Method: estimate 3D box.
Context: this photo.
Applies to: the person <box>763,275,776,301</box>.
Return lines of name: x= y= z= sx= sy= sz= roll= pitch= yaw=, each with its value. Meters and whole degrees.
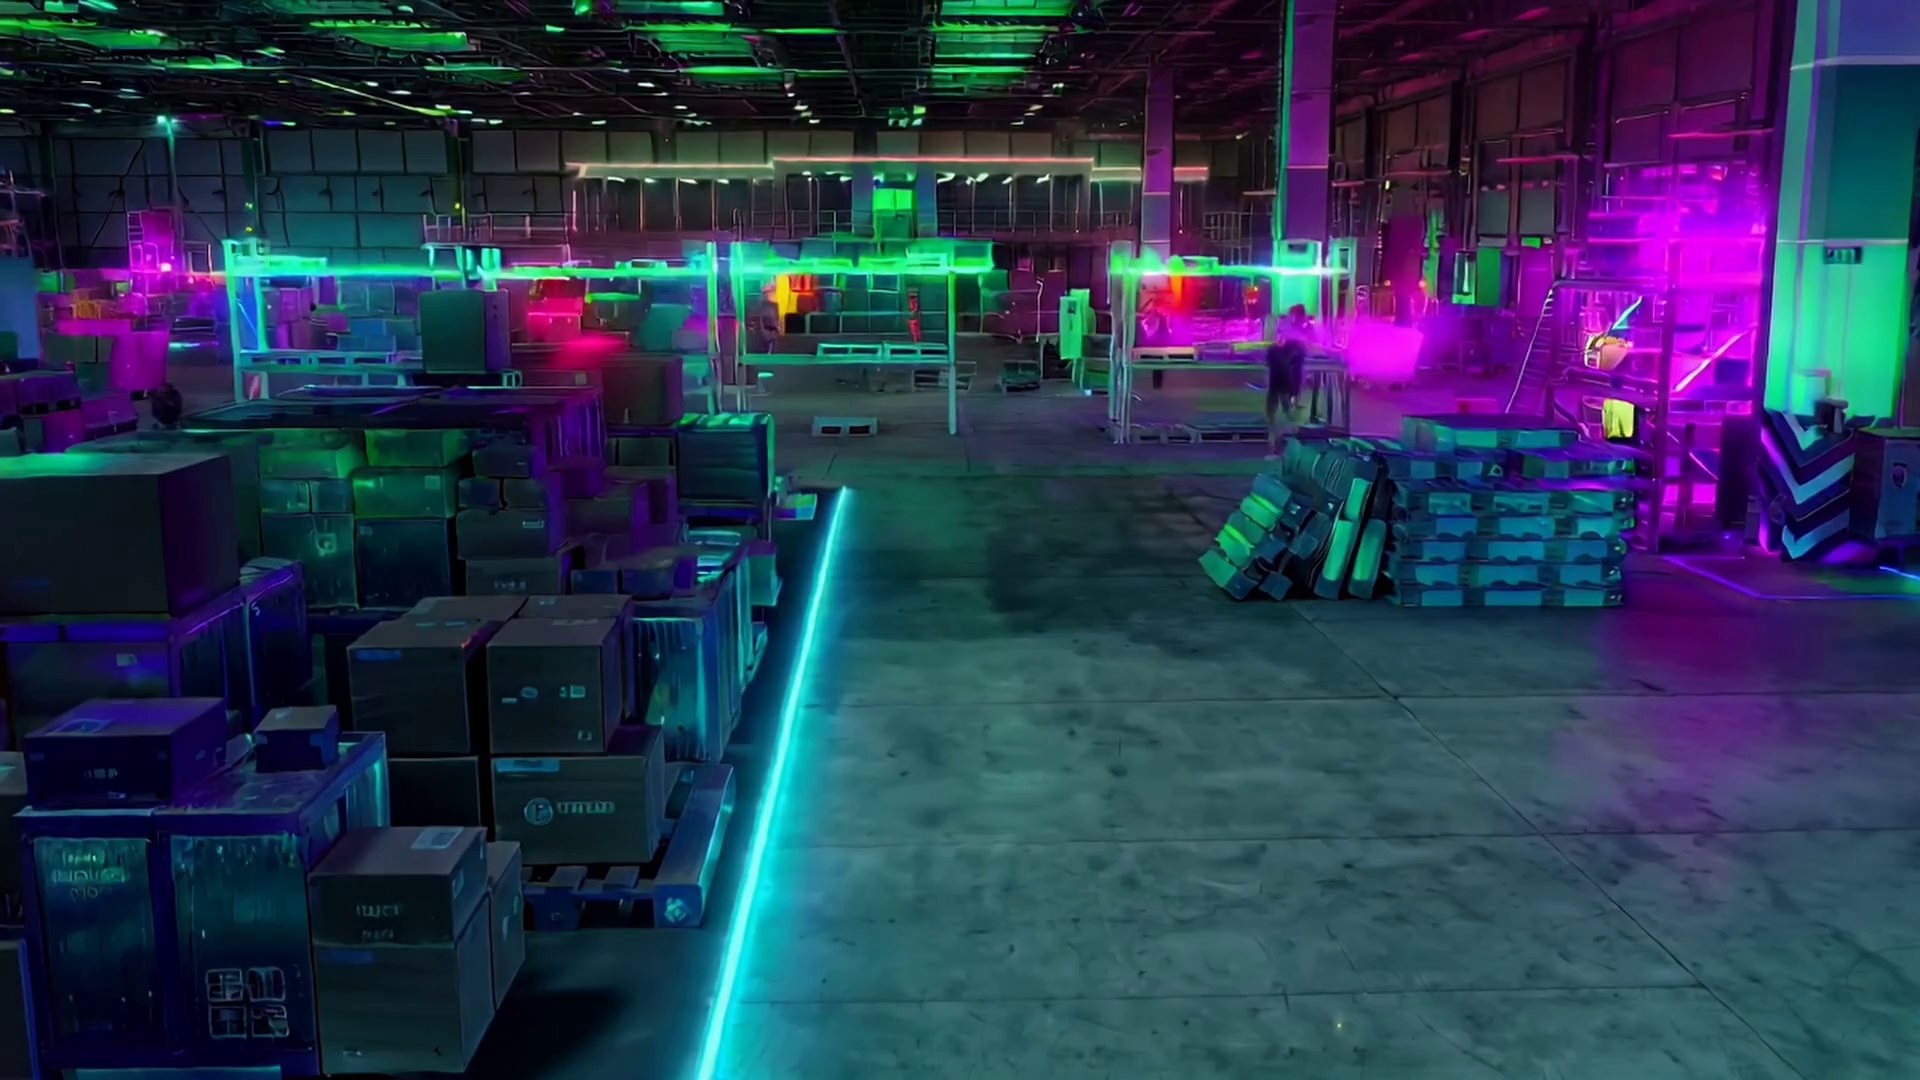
person: x=-6.537 y=-8.182 z=57.300 sx=0.477 sy=1.903 sz=0.608 roll=8 pitch=13 yaw=37

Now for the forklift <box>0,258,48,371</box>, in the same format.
forklift: x=-11.949 y=-2.169 z=21.063 sx=1.873 sy=2.768 sz=1.129 roll=0 pitch=10 yaw=-2

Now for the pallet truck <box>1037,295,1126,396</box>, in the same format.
pallet truck: x=2.483 y=-3.881 z=33.060 sx=1.885 sy=1.965 sz=0.823 roll=-7 pitch=13 yaw=-36

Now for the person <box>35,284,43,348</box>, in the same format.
person: x=-26.435 y=-6.398 z=47.548 sx=0.600 sy=1.827 sz=0.404 roll=6 pitch=12 yaw=30

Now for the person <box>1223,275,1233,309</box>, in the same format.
person: x=12.181 y=-11.357 z=75.177 sx=0.428 sy=1.842 sz=0.634 roll=8 pitch=13 yaw=39

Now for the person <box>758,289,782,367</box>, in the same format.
person: x=-4.639 y=-5.200 z=40.785 sx=0.616 sy=1.860 sz=0.967 roll=0 pitch=10 yaw=-1

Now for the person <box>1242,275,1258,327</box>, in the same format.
person: x=9.789 y=-8.017 z=56.238 sx=0.605 sy=1.948 sz=0.405 roll=-7 pitch=12 yaw=-34

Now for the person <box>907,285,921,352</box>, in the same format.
person: x=-1.229 y=-5.831 z=44.277 sx=0.353 sy=1.877 sz=0.573 roll=-3 pitch=11 yaw=-18

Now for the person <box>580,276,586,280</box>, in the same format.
person: x=-13.141 y=-8.280 z=57.889 sx=0.553 sy=1.878 sz=0.994 roll=-9 pitch=14 yaw=-42

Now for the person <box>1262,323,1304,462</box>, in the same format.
person: x=4.529 y=-2.052 z=23.076 sx=0.708 sy=1.924 sz=0.631 roll=-9 pitch=13 yaw=-40

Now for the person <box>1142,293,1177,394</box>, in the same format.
person: x=3.952 y=-3.889 z=32.987 sx=0.697 sy=2.000 sz=0.733 roll=-3 pitch=11 yaw=-16

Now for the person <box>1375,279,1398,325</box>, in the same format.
person: x=12.383 y=-6.591 z=48.320 sx=0.625 sy=1.942 sz=1.012 roll=4 pitch=11 yaw=20

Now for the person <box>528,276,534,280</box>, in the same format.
person: x=-14.718 y=-8.094 z=56.887 sx=0.502 sy=1.868 sz=0.605 roll=6 pitch=12 yaw=32

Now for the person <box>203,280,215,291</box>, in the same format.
person: x=-25.539 y=-7.993 z=56.780 sx=0.516 sy=1.702 sz=0.869 roll=0 pitch=10 yaw=2

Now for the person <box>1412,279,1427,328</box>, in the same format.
person: x=14.871 y=-7.521 z=53.772 sx=0.525 sy=1.852 sz=0.786 roll=-2 pitch=10 yaw=-9

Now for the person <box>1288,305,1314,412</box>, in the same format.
person: x=6.075 y=-3.282 z=29.981 sx=0.590 sy=1.907 sz=0.768 roll=-3 pitch=11 yaw=-16

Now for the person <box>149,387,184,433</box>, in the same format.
person: x=-6.542 y=-0.360 z=13.884 sx=0.633 sy=1.839 sz=0.429 roll=6 pitch=12 yaw=31

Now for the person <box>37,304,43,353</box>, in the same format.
person: x=-25.410 y=-5.933 z=45.618 sx=0.856 sy=1.595 sz=0.493 roll=8 pitch=13 yaw=39
